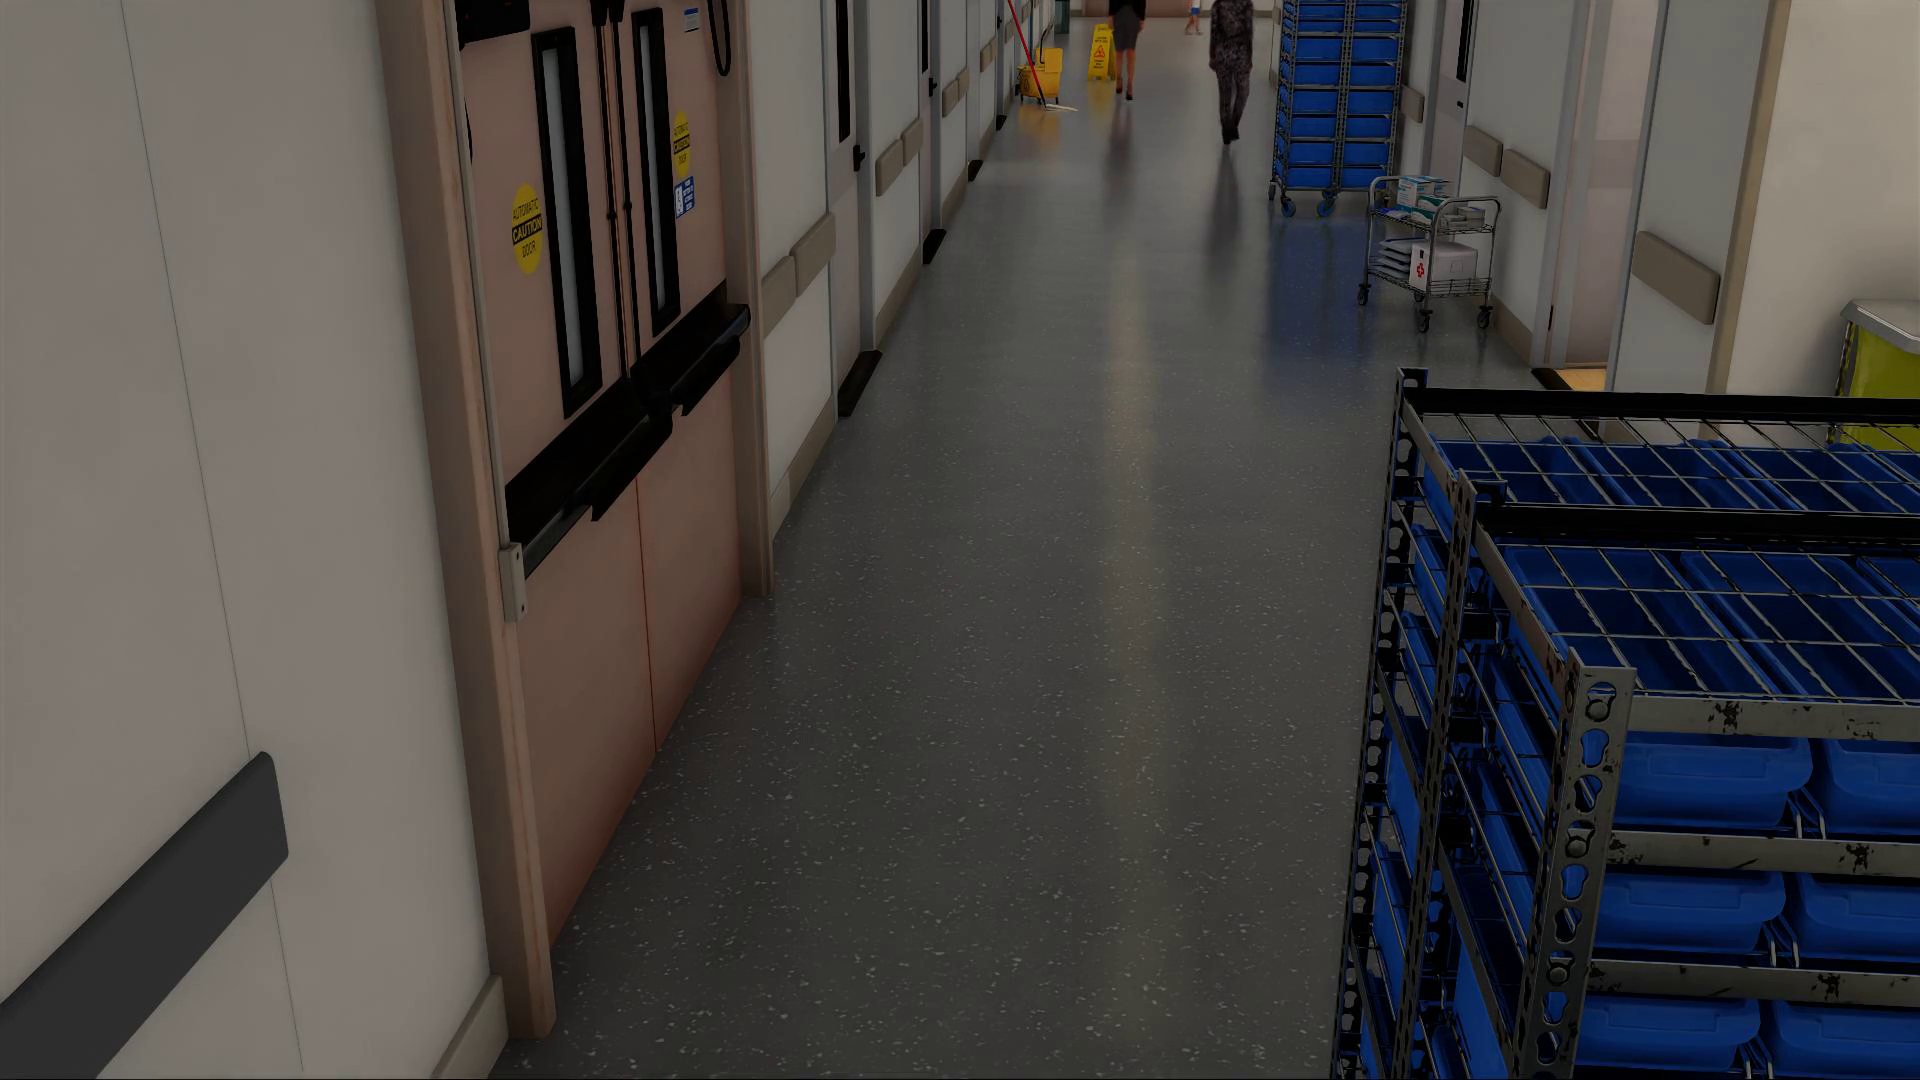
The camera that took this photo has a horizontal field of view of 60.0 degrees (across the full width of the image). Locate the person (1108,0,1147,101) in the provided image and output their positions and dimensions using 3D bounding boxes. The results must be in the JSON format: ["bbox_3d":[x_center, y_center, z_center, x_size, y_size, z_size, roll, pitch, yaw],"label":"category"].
[{"bbox_3d":[2.041,-6.381,20.648,0.617,1.797,1.152,1,21,3],"label":"person"}]

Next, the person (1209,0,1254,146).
[{"bbox_3d":[2.711,-4.813,16.638,0.643,1.707,0.677,5,21,13],"label":"person"}]

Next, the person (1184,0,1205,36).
[{"bbox_3d":[4.424,-10.109,31.614,0.706,1.003,0.738,-19,28,-41],"label":"person"}]
